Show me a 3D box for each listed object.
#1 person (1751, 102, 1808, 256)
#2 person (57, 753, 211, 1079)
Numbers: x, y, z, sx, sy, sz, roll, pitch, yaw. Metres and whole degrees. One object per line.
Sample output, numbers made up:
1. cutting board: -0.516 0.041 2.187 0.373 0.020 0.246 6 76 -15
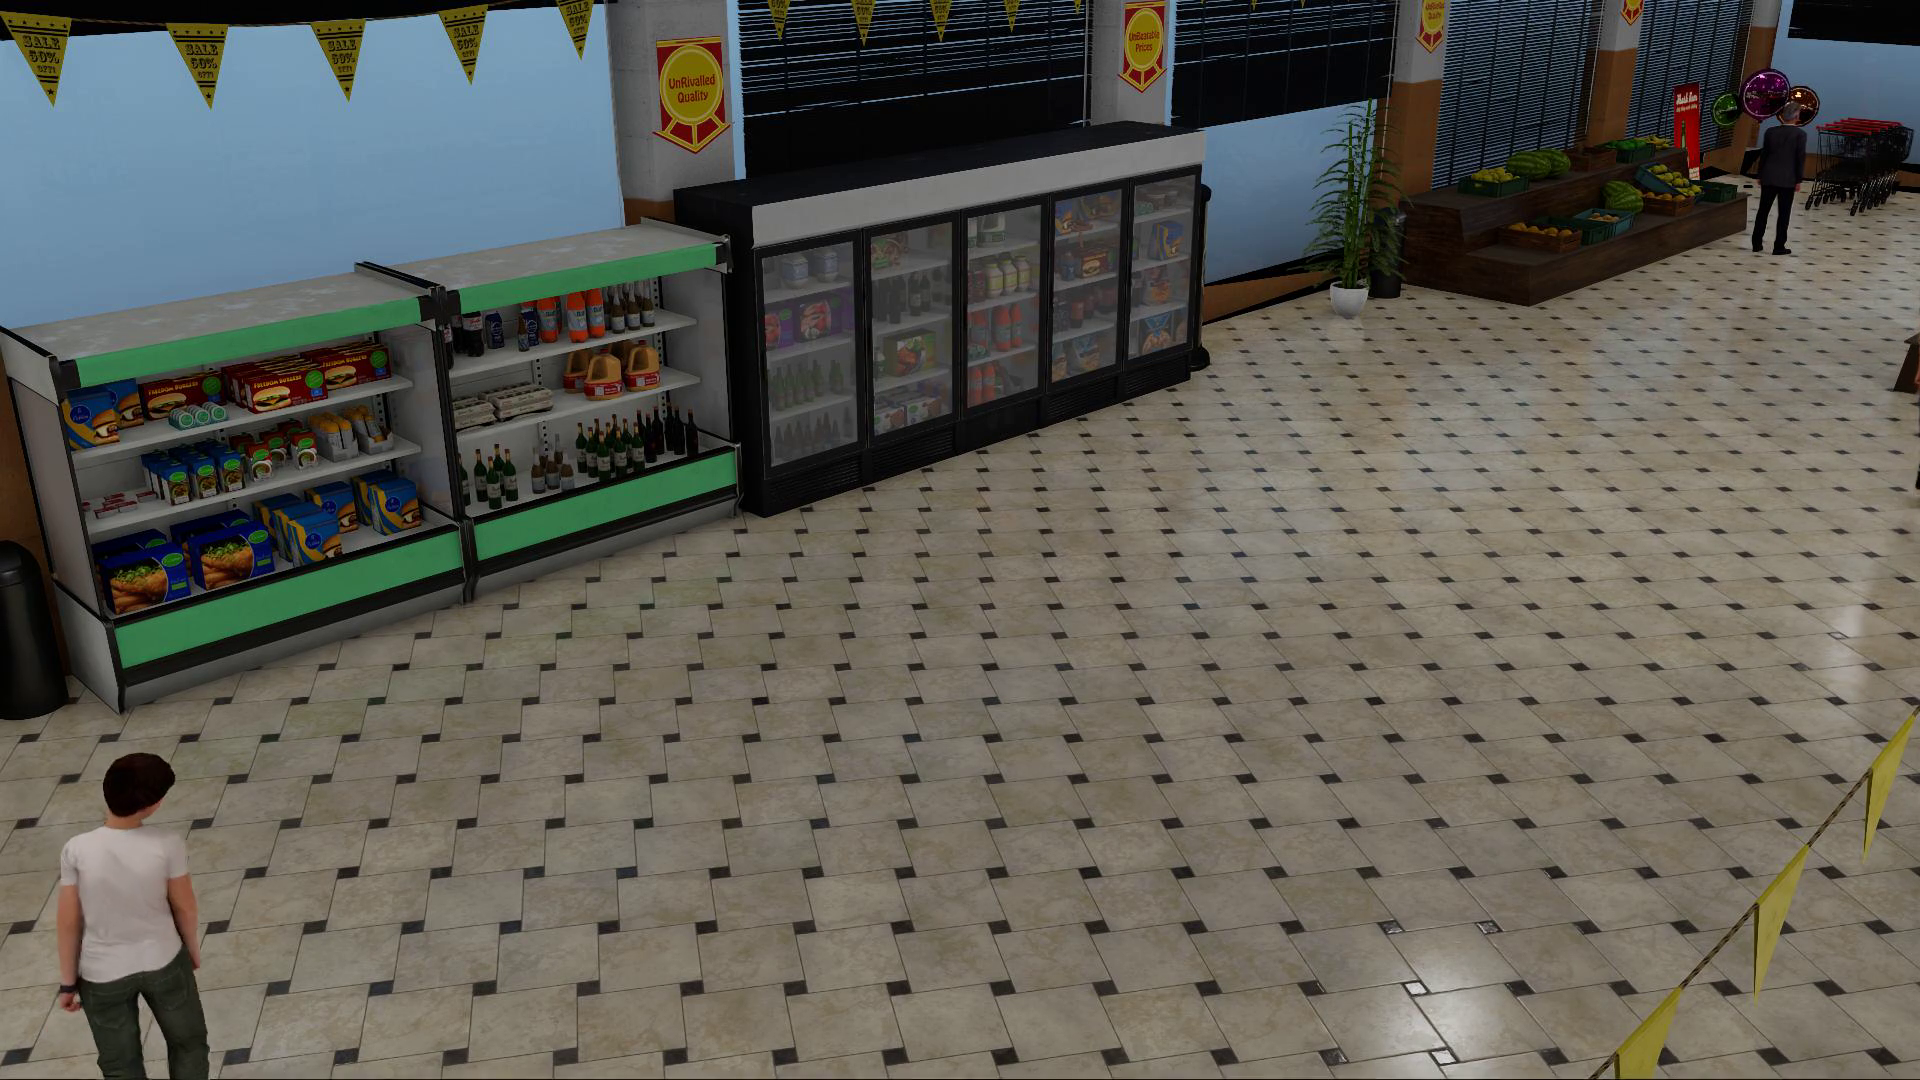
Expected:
1. person: 10.120 -4.467 20.521 0.618 1.842 0.727 -18 28 -37
2. person: -2.952 1.547 5.840 0.583 1.628 0.844 -19 29 -40
